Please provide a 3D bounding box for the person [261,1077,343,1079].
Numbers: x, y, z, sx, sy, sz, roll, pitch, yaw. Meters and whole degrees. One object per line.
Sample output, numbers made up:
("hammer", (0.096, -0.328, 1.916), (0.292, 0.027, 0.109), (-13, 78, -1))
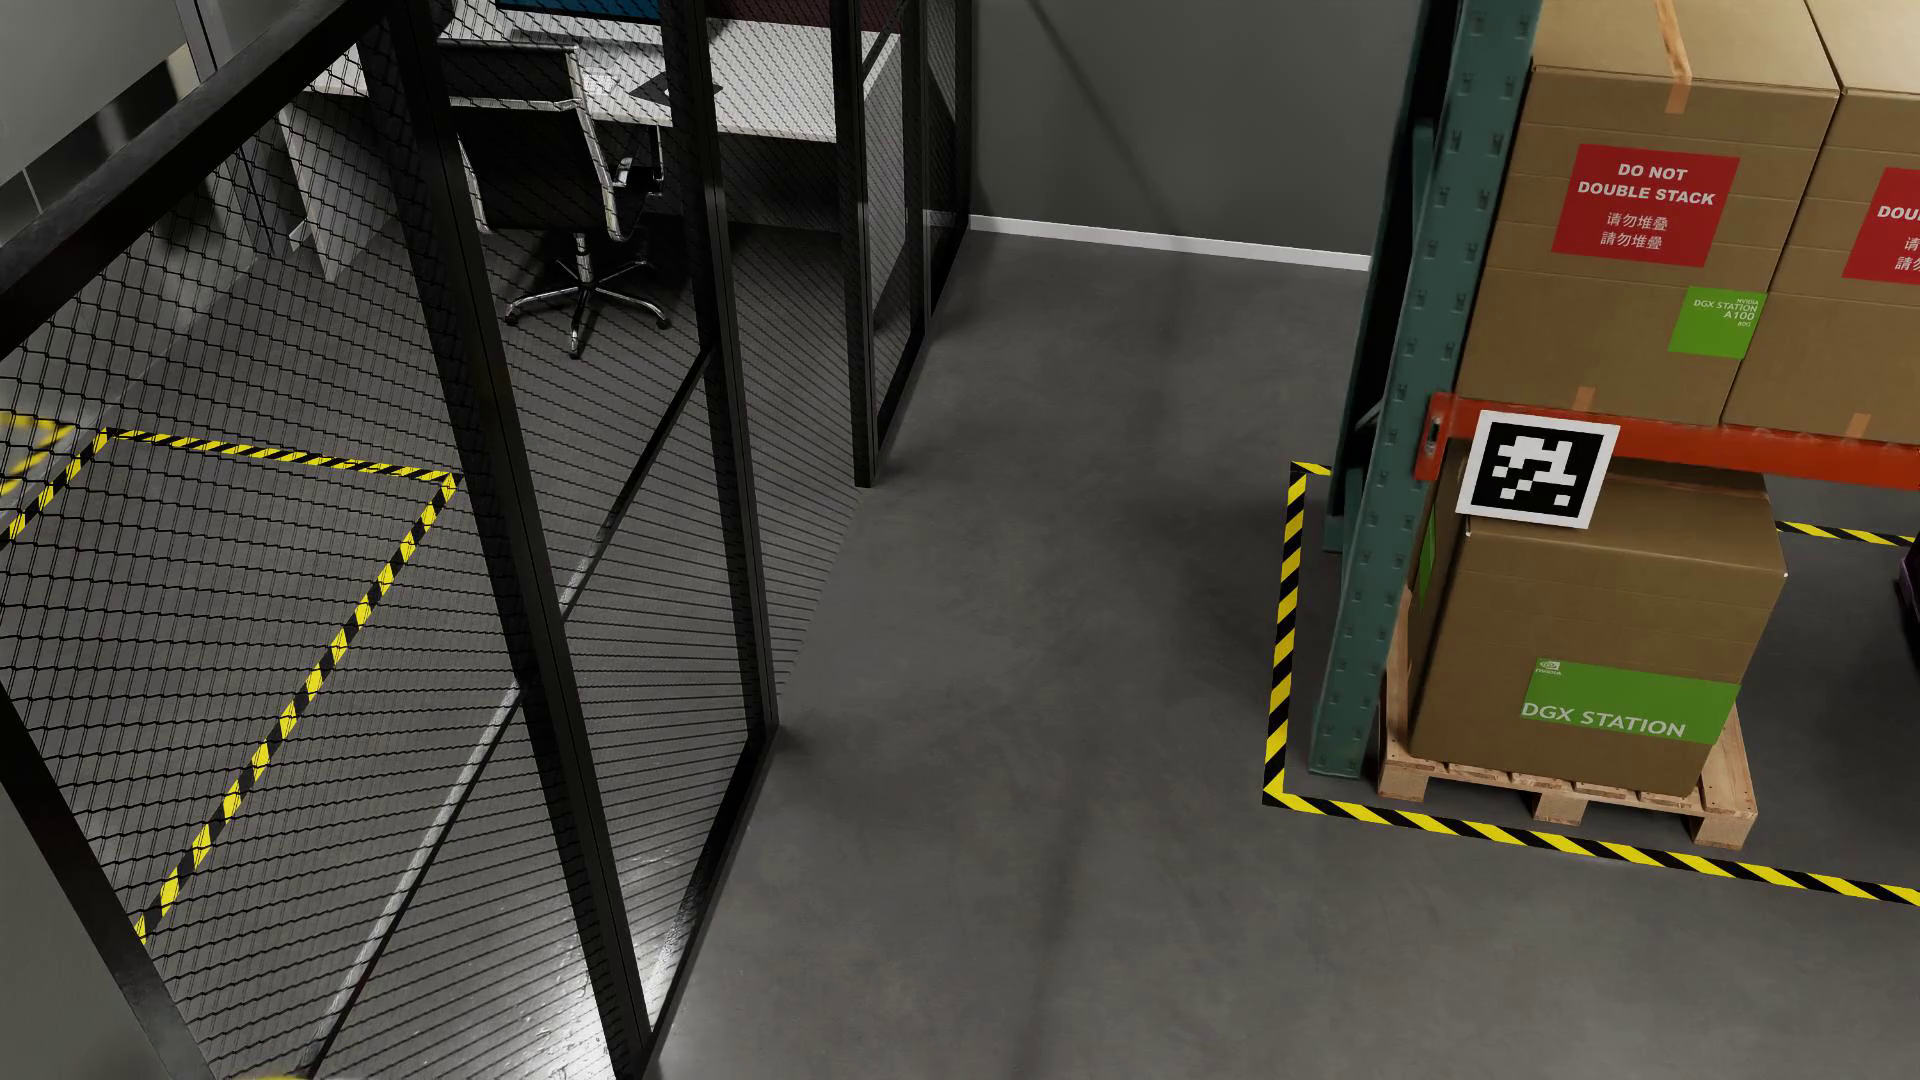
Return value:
("person", (-0.676, 1.235, 2.156), (0.600, 1.829, 0.404), (13, 43, 14))
